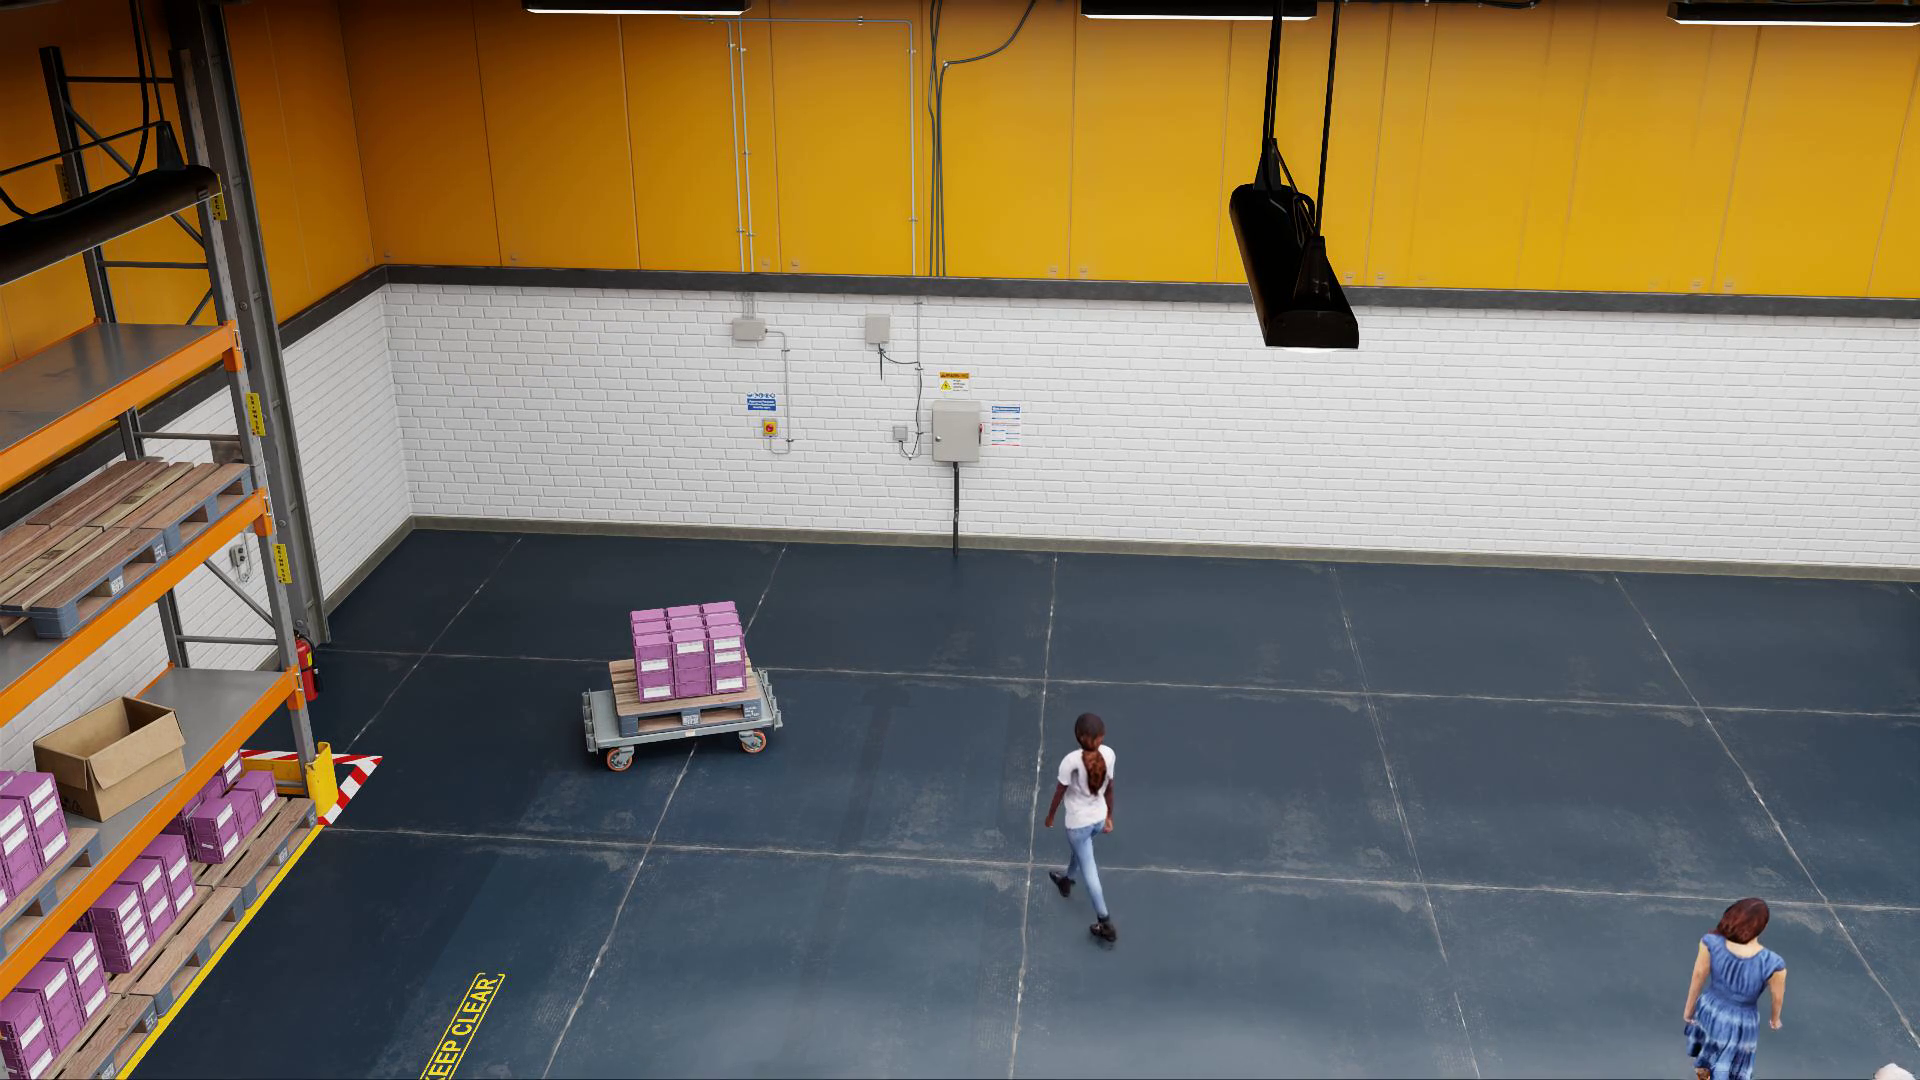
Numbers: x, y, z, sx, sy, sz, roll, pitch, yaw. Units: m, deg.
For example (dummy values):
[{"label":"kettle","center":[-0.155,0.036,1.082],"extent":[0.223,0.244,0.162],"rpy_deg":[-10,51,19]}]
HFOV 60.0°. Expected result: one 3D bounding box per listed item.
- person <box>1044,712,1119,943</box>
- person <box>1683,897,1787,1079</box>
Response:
[{"label":"person","center":[0.933,2.058,11.799],"extent":[1.044,1.678,1.183],"rpy_deg":[-14,27,-30]},{"label":"person","center":[4.428,2.928,9.701],"extent":[1.150,1.765,1.044],"rpy_deg":[-21,31,-40]}]
